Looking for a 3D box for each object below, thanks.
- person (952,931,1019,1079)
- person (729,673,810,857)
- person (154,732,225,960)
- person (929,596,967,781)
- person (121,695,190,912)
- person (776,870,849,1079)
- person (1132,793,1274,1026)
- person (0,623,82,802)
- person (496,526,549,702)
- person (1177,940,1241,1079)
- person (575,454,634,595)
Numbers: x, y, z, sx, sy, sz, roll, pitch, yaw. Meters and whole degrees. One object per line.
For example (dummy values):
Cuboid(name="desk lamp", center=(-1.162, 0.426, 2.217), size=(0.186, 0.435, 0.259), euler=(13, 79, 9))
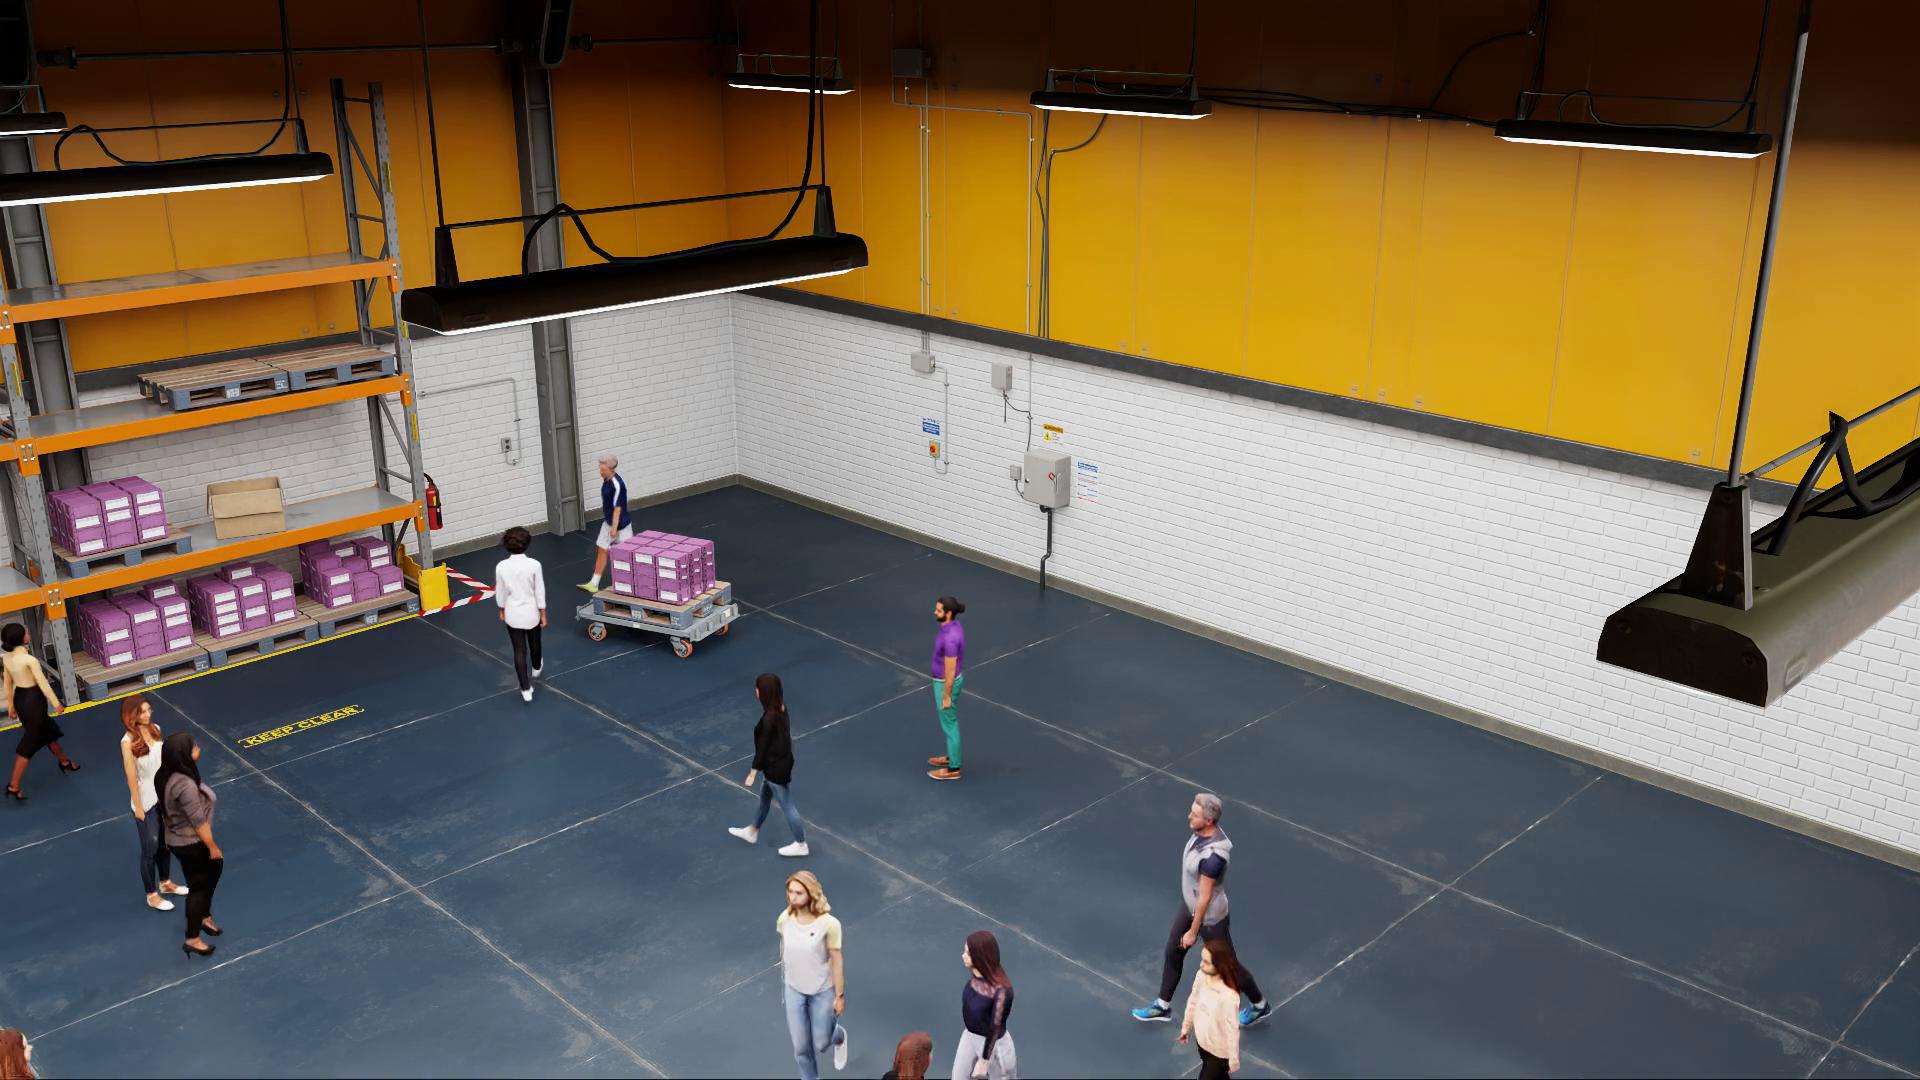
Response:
Cuboid(name="person", center=(0.238, 3.131, 10.281), size=(1.084, 1.566, 0.792), euler=(-10, 21, -27))
Cuboid(name="person", center=(-1.454, 1.899, 13.857), size=(0.983, 1.617, 0.985), euler=(2, 19, 7))
Cuboid(name="person", center=(-5.790, 2.310, 12.318), size=(0.641, 1.820, 0.636), euler=(17, 25, 40))
Cuboid(name="person", center=(-0.085, 1.337, 15.287), size=(0.776, 1.769, 0.718), euler=(0, 19, 0))
Cuboid(name="person", center=(-6.400, 2.050, 13.149), size=(0.746, 1.784, 0.648), euler=(3, 19, 10))
Cuboid(name="person", center=(-0.923, 2.883, 10.794), size=(0.830, 1.709, 0.977), euler=(7, 20, 21))
Cuboid(name="person", center=(1.801, 2.606, 11.496), size=(1.297, 1.784, 1.159), euler=(-2, 19, -6))
Cuboid(name="person", center=(-8.364, 1.566, 14.857), size=(0.774, 1.611, 1.087), euler=(9, 21, 25))
Cuboid(name="person", center=(-4.466, 0.785, 16.942), size=(1.135, 1.760, 1.109), euler=(-3, 19, -9))
Cuboid(name="person", center=(1.650, 3.150, 10.402), size=(1.000, 1.452, 0.813), euler=(-7, 20, -21))
Cuboid(name="person", center=(-3.999, -0.181, 19.807), size=(1.203, 1.763, 0.870), euler=(-10, 21, -26))
